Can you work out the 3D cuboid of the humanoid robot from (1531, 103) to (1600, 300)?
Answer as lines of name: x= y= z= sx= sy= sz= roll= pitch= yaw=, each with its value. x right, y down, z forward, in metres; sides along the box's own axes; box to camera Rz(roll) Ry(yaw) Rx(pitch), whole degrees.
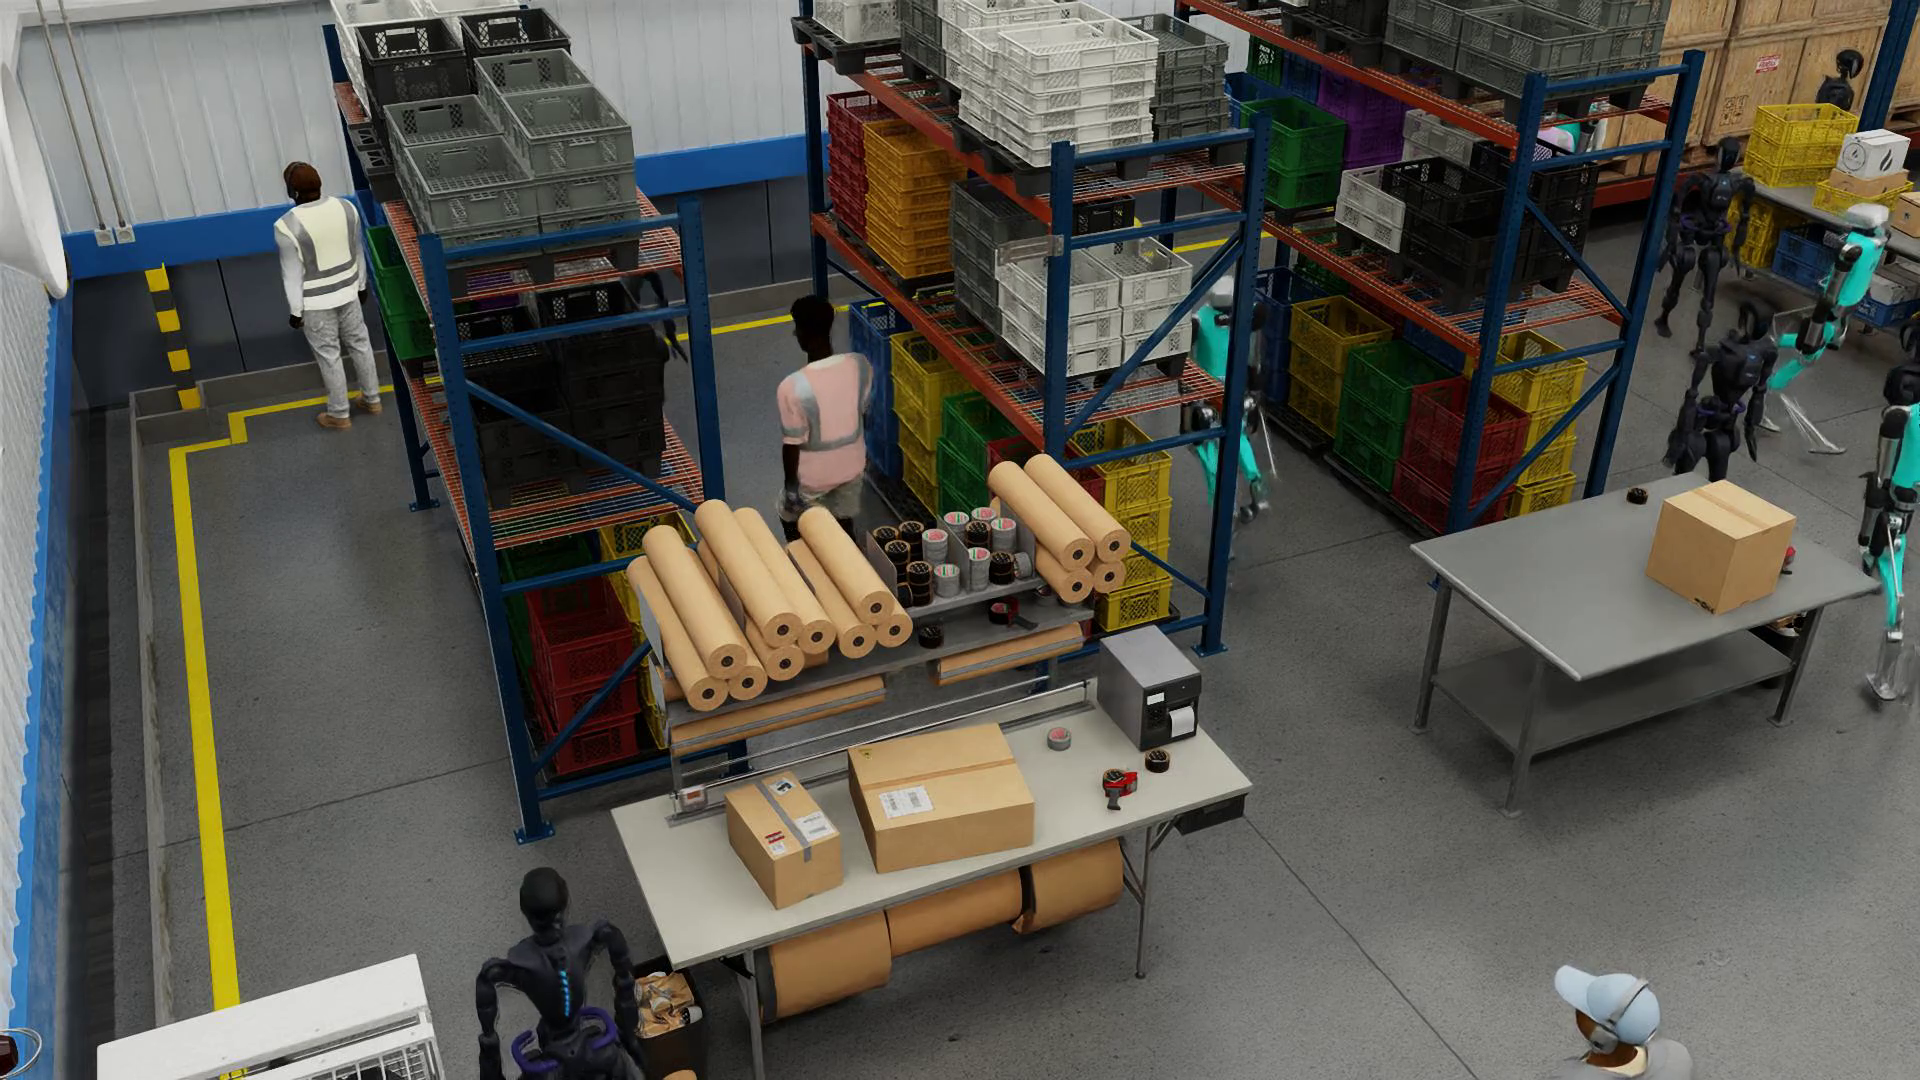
humanoid robot: x=4.449 y=-2.720 z=12.915 sx=0.727 sy=1.716 sz=0.530 roll=-4 pitch=32 yaw=-6

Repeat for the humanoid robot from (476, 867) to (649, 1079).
humanoid robot: x=-1.403 y=1.790 z=5.757 sx=0.613 sy=1.629 sz=0.759 roll=-19 pitch=36 yaw=-28

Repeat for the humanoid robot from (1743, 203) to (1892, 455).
humanoid robot: x=5.505 y=-1.388 z=10.808 sx=0.545 sy=1.735 sz=0.969 roll=-24 pitch=39 yaw=-34

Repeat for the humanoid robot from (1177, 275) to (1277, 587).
humanoid robot: x=1.574 y=-0.530 z=9.541 sx=0.552 sy=1.897 sz=0.740 roll=-11 pitch=33 yaw=-17

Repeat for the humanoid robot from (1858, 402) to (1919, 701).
humanoid robot: x=4.860 y=0.105 z=8.439 sx=0.555 sy=1.817 sz=0.797 roll=6 pitch=32 yaw=10

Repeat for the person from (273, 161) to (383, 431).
person: x=-4.235 y=-1.627 z=11.113 sx=0.429 sy=1.841 sz=0.636 roll=19 pitch=36 yaw=28

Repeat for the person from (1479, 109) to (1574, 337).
person: x=4.059 y=-2.374 z=12.136 sx=0.606 sy=2.043 sz=0.375 roll=0 pitch=32 yaw=-1

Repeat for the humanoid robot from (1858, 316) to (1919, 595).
humanoid robot: x=5.310 y=-0.472 z=9.401 sx=0.392 sy=1.637 sz=0.615 roll=21 pitch=37 yaw=30

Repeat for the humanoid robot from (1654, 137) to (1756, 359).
humanoid robot: x=5.434 y=-2.153 z=12.163 sx=0.589 sy=1.627 sz=0.766 roll=4 pitch=32 yaw=6

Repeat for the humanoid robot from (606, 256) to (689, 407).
humanoid robot: x=-2.099 y=-1.257 z=10.730 sx=0.640 sy=1.646 sz=0.630 roll=-12 pitch=34 yaw=-18

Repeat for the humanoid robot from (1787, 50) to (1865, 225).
humanoid robot: x=7.214 y=-3.325 z=14.026 sx=0.388 sy=1.628 sz=0.610 roll=16 pitch=35 yaw=24

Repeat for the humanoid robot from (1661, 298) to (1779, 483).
humanoid robot: x=4.351 y=-0.676 z=9.725 sx=0.601 sy=1.638 sz=0.463 roll=-8 pitch=33 yaw=-13

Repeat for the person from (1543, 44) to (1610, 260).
person: x=4.929 y=-3.125 z=13.512 sx=0.569 sy=1.878 sz=0.339 roll=-2 pitch=32 yaw=-3

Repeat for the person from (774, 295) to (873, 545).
person: x=-0.756 y=-0.430 z=9.062 sx=0.621 sy=1.949 sz=0.480 roll=-21 pitch=37 yaw=-30

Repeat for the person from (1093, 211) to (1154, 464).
person: x=0.979 y=-1.171 z=10.380 sx=0.404 sy=1.833 sz=0.588 roll=13 pitch=34 yaw=21

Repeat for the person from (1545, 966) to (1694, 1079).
person: x=1.891 y=2.024 z=5.174 sx=0.589 sy=1.852 sz=0.366 roll=-13 pitch=34 yaw=-21
